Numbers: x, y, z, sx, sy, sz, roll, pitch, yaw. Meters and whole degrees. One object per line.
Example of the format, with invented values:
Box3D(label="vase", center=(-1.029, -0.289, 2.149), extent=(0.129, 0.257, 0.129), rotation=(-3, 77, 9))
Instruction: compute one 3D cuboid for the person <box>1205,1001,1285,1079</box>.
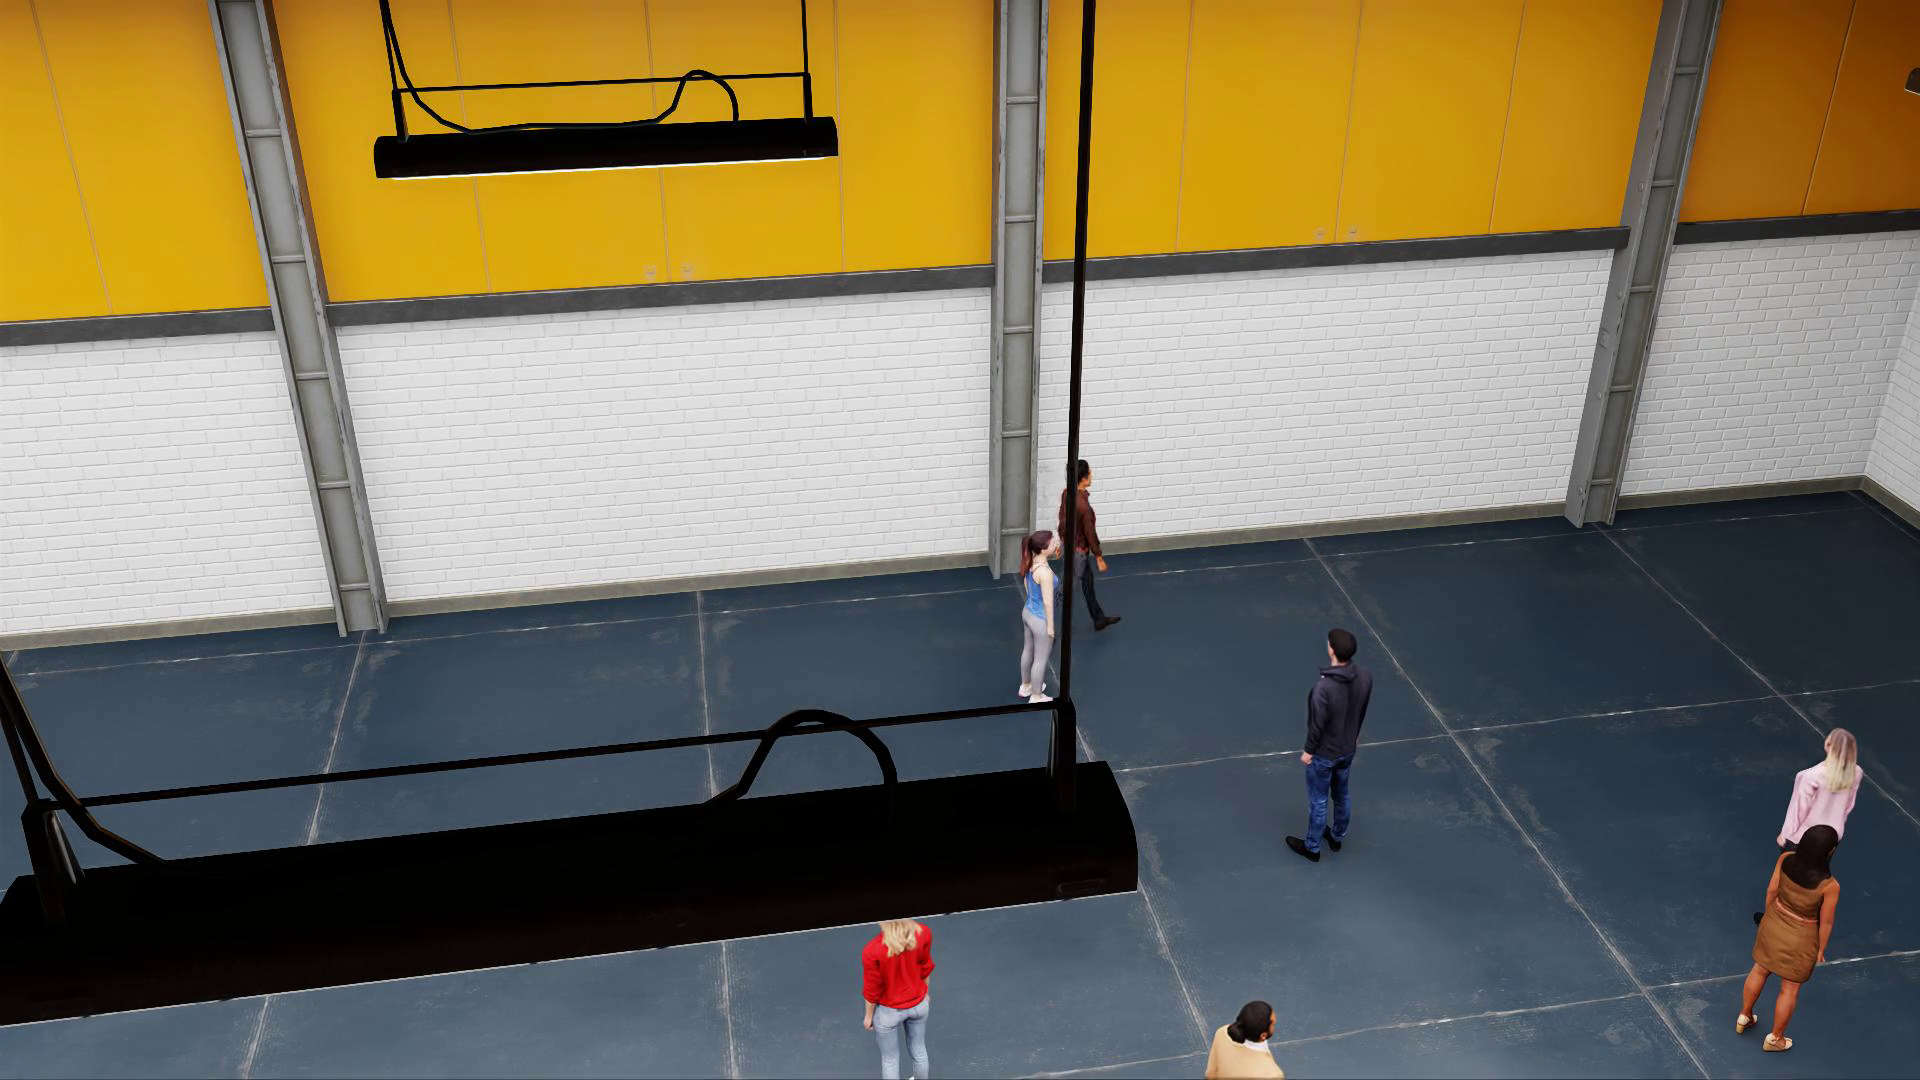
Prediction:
Box3D(label="person", center=(1.518, 3.157, 8.939), extent=(0.726, 1.754, 0.745), rotation=(-18, 34, -30))

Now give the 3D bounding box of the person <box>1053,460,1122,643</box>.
Box3D(label="person", center=(0.922, 0.160, 14.452), extent=(1.159, 1.737, 0.701), rotation=(-7, 29, -13))

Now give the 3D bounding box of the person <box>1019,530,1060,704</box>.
Box3D(label="person", center=(0.651, 0.635, 13.713), extent=(0.575, 1.608, 0.602), rotation=(-11, 30, -19))

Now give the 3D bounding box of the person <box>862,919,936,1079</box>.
Box3D(label="person", center=(-0.356, 2.732, 9.770), extent=(0.566, 1.705, 0.734), rotation=(-15, 32, -26))

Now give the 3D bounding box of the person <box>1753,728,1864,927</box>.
Box3D(label="person", center=(5.741, 1.976, 11.173), extent=(0.464, 1.688, 0.648), rotation=(-5, 29, -9))

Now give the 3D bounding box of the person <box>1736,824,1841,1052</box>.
Box3D(label="person", center=(5.144, 2.449, 10.305), extent=(0.625, 1.689, 0.638), rotation=(-17, 33, -28))

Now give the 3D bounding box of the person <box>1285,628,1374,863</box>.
Box3D(label="person", center=(2.666, 1.467, 11.890), extent=(0.655, 1.895, 0.809), rotation=(-17, 33, -28))
